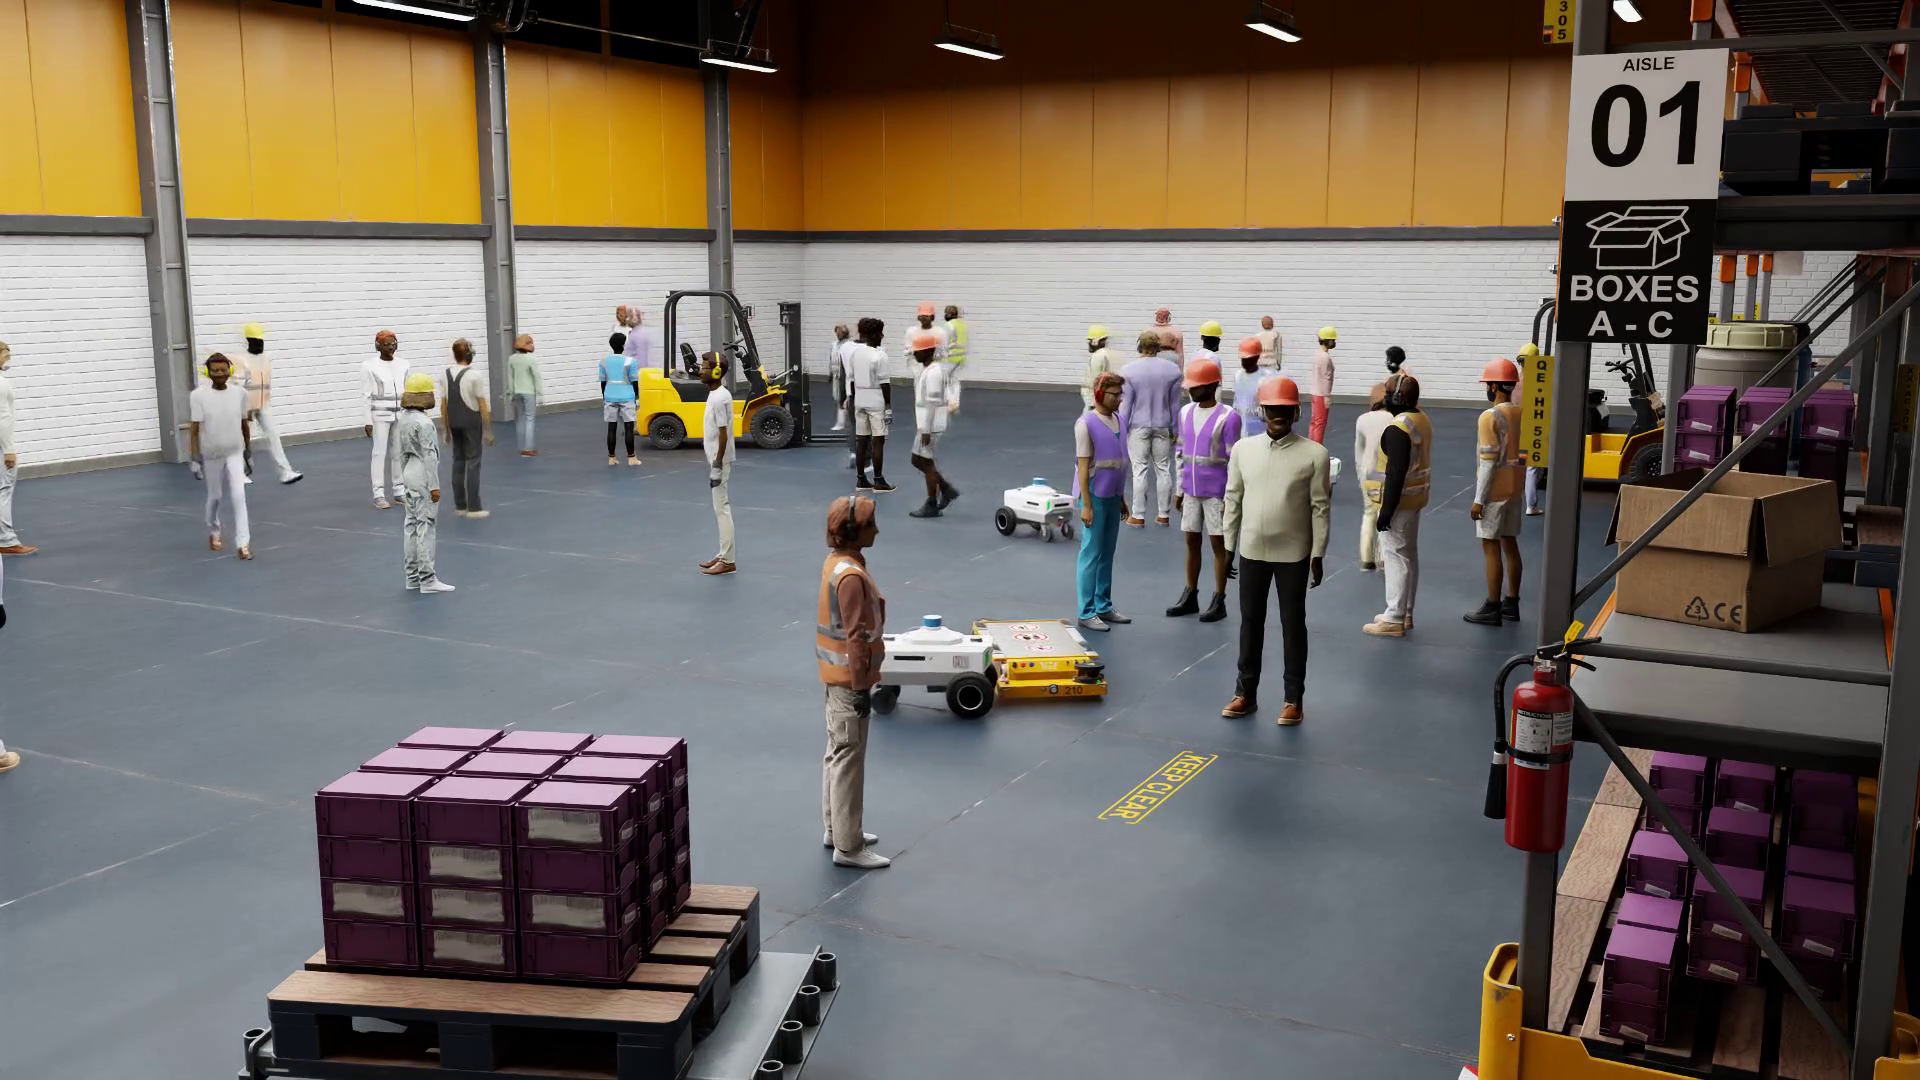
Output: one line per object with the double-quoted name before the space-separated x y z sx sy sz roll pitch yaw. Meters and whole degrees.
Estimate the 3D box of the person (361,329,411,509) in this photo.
"person" -6.036 -1.278 17.589 0.337 1.879 0.584 8 13 39

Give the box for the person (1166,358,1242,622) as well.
"person" 1.783 -0.363 12.156 0.385 1.929 0.547 -9 14 -43

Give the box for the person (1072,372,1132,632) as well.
"person" 1.013 -0.283 11.942 0.389 1.843 0.566 7 12 34

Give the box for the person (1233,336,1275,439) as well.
"person" 2.982 -1.092 16.526 0.915 1.894 0.579 -8 13 -39

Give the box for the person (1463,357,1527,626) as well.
"person" 3.884 -0.349 12.052 0.550 1.935 0.376 -8 12 -37

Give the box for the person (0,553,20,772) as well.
"person" -5.183 0.317 8.473 0.621 1.845 0.429 -1 10 -7

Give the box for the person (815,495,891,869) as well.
"person" -0.478 0.616 7.327 0.307 1.639 0.525 -2 10 -12

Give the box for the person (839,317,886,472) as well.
"person" -1.180 -1.776 20.416 0.620 1.899 0.447 2 10 13

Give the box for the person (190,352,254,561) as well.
"person" -6.571 -0.763 14.790 0.546 1.829 0.973 -7 12 -35

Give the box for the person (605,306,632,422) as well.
"person" -5.377 -2.809 26.624 0.598 1.823 0.988 1 10 8

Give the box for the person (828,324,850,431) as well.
"person" -1.748 -2.492 25.371 0.646 1.617 0.521 -9 13 -42

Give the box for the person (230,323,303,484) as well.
"person" -8.114 -1.562 19.247 0.953 1.876 0.599 5 11 27

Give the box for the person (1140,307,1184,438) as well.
"person" 2.938 -2.429 24.183 0.646 1.908 0.408 2 10 12

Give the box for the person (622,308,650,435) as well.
"person" -4.724 -2.479 24.530 0.518 1.891 0.645 -2 10 -14

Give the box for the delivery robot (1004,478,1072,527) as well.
"delivery robot" 0.741 -0.345 15.753 0.477 0.478 0.707 -7 12 -37

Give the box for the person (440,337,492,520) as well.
"person" -5.000 -1.130 16.849 0.514 1.844 0.326 4 11 22

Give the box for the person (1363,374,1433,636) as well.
"person" 3.077 -0.246 11.731 0.429 1.844 0.622 6 11 30

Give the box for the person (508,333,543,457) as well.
"person" -5.747 -1.917 22.017 0.504 1.634 0.268 5 11 29

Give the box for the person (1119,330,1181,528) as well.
"person" 1.846 -1.081 16.290 0.629 1.937 0.376 -2 10 -13

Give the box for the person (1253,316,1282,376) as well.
"person" 5.208 -2.993 28.251 0.523 1.633 0.485 1 10 8

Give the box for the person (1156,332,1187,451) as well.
"person" 2.822 -2.008 22.568 0.484 1.616 0.517 -10 14 -44

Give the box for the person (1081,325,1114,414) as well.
"person" 1.667 -1.699 20.194 0.409 1.820 0.622 3 10 19

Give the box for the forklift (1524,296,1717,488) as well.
"forklift" 7.296 -1.677 18.993 2.313 2.155 1.214 5 11 27

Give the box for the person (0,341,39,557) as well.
"person" -8.540 -0.815 14.763 0.629 1.933 0.379 9 14 43

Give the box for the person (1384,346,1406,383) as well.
"person" 4.878 -1.351 18.641 0.333 1.660 0.716 1 10 6

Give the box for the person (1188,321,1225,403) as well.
"person" 2.797 -1.510 18.797 0.366 1.926 0.594 -4 11 -22

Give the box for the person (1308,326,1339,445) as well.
"person" 4.602 -1.815 21.035 0.331 1.767 0.527 0 10 -1

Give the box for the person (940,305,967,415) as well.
"person" -0.143 -2.961 27.486 0.446 1.831 0.659 6 12 32

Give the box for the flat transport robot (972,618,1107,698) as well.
"flat transport robot" 0.476 0.730 10.620 0.652 0.197 1.431 -1 10 -7

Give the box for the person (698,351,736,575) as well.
"person" -2.048 -0.646 13.951 0.325 1.876 0.521 -2 10 -10

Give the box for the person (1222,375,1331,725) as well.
"person" 1.798 0.056 9.526 0.622 1.996 0.368 5 11 29

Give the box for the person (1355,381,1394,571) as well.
"person" 3.538 -0.536 14.066 0.424 1.605 0.521 -10 14 -44

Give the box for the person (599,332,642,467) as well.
"person" -4.266 -1.758 20.901 0.534 1.698 0.318 2 10 11

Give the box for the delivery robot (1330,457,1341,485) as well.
"delivery robot" 3.831 -0.793 18.346 0.707 0.478 0.477 1 10 3

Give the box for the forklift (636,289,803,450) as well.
"forklift" -3.358 -2.392 23.136 2.313 2.155 1.214 -1 10 -5

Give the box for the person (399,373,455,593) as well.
"person" -4.258 -0.453 13.218 0.310 1.741 0.494 -9 13 -41

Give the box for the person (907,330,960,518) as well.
"person" -0.302 -1.168 16.878 0.473 1.911 0.541 -2 10 -11

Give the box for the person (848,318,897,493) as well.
"person" -0.981 -1.511 18.691 0.612 1.965 0.362 9 13 42

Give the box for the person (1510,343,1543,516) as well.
"person" 5.792 -1.131 17.082 0.533 1.764 0.321 7 12 33

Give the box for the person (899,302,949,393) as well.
"person" -0.515 -2.299 23.160 0.636 2.005 0.938 3 10 18

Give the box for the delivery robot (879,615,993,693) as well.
"delivery robot" -0.162 0.686 9.785 0.707 0.478 0.477 1 10 3
